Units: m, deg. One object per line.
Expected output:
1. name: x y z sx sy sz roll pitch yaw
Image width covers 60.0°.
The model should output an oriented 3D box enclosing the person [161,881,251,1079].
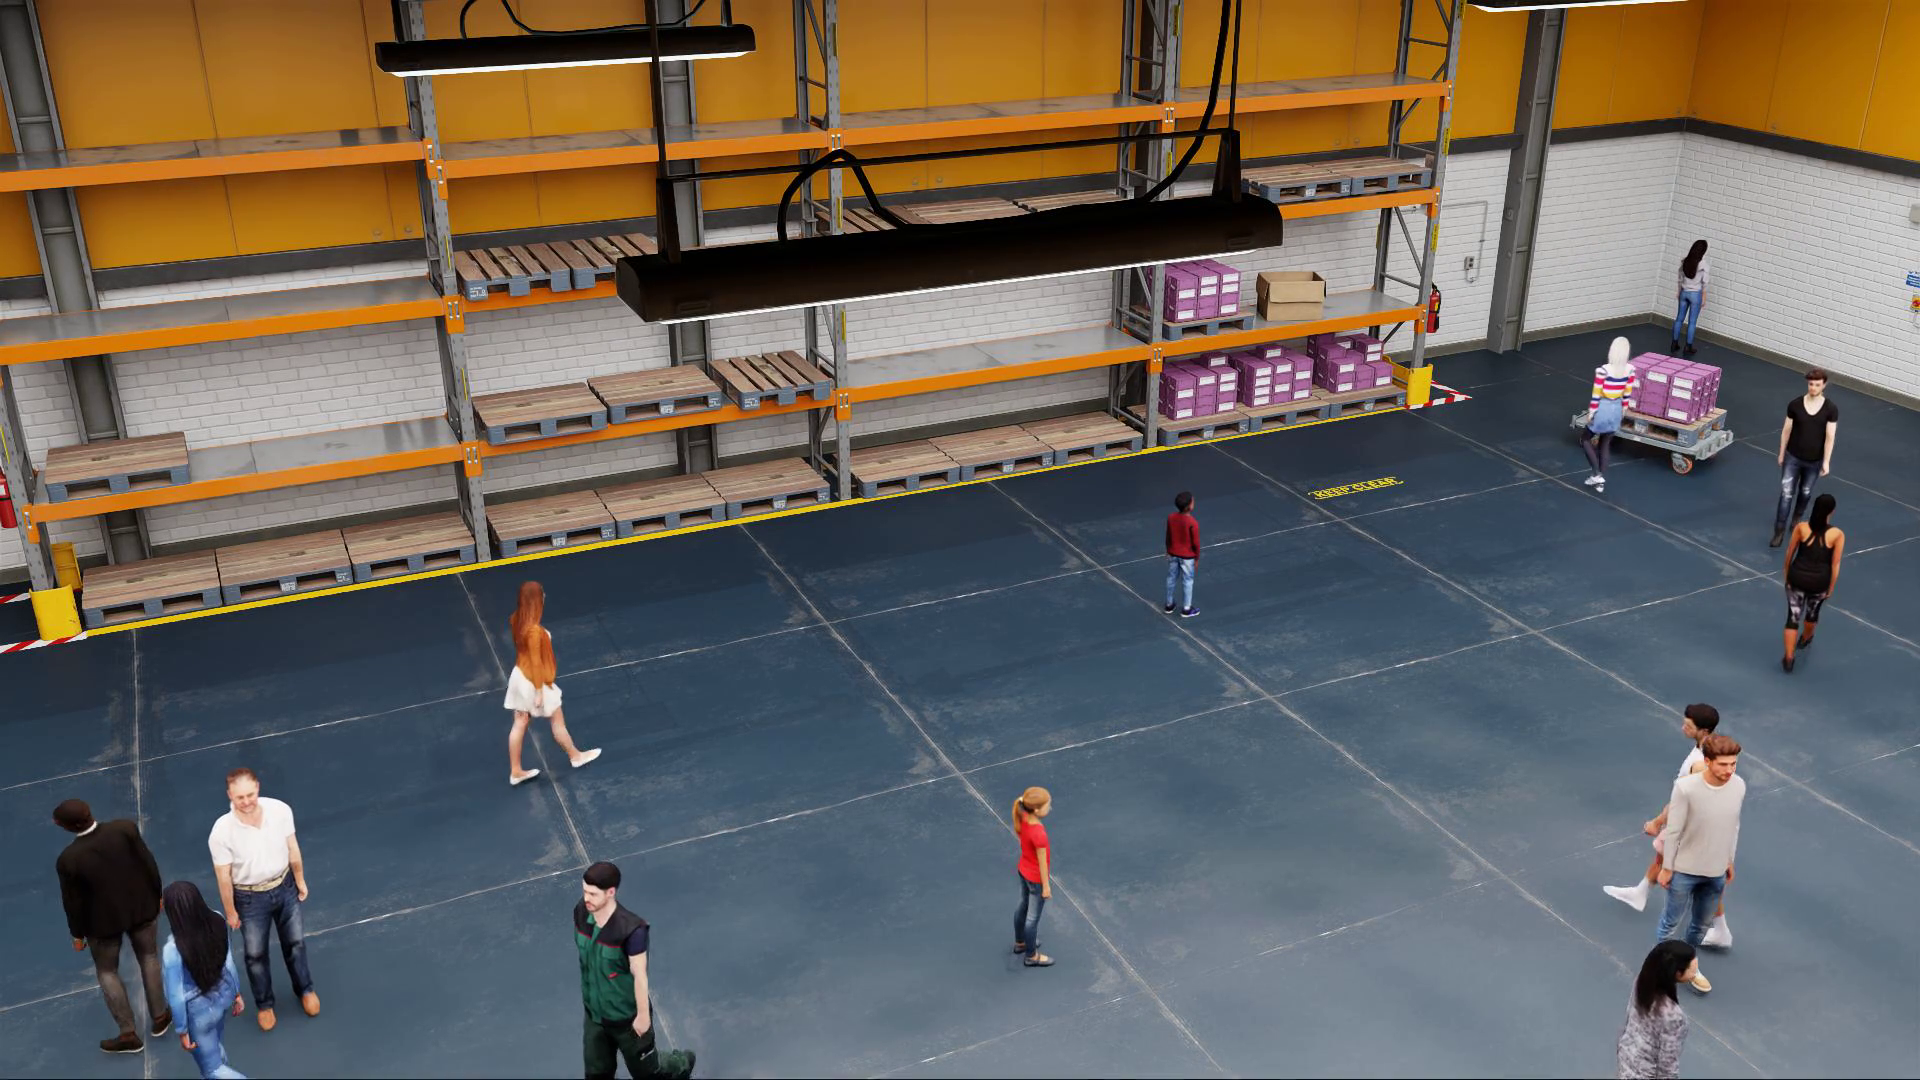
1. person: -4.181 2.695 9.414 1.106 1.688 1.025 9 25 19

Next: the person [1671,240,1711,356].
1. person: 10.342 -3.450 23.541 0.558 1.633 0.633 -15 28 -31

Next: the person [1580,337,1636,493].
1. person: 7.270 -1.376 18.590 0.656 1.799 0.791 -5 24 -10

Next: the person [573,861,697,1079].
1. person: -1.861 2.598 9.406 1.047 1.873 1.198 14 27 29

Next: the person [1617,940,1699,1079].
1. person: 3.601 2.883 8.959 1.138 1.709 0.881 -3 24 -6

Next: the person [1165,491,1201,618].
1. person: 2.114 0.125 15.836 0.577 1.255 0.599 17 29 34

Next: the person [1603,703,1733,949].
1. person: 4.988 1.943 11.085 1.091 1.728 1.121 14 27 28

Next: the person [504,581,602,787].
1. person: -3.411 1.151 12.949 1.053 1.686 0.812 -21 31 -39

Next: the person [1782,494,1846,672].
1. person: 7.513 0.387 14.757 0.914 1.639 1.072 14 27 29

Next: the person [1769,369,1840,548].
1. person: 8.844 -0.876 17.379 1.130 1.852 1.290 13 27 27

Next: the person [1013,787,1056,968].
1. person: 0.476 2.209 10.999 0.481 1.310 0.500 -9 25 -19

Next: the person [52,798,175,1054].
1. person: -5.112 2.298 10.213 0.653 1.776 0.856 -12 26 -25

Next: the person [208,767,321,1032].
1. person: -4.345 2.184 10.385 0.574 1.848 0.756 -16 28 -32

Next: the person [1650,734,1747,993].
1. person: 4.683 2.058 10.608 0.635 1.900 0.797 -4 24 -8
